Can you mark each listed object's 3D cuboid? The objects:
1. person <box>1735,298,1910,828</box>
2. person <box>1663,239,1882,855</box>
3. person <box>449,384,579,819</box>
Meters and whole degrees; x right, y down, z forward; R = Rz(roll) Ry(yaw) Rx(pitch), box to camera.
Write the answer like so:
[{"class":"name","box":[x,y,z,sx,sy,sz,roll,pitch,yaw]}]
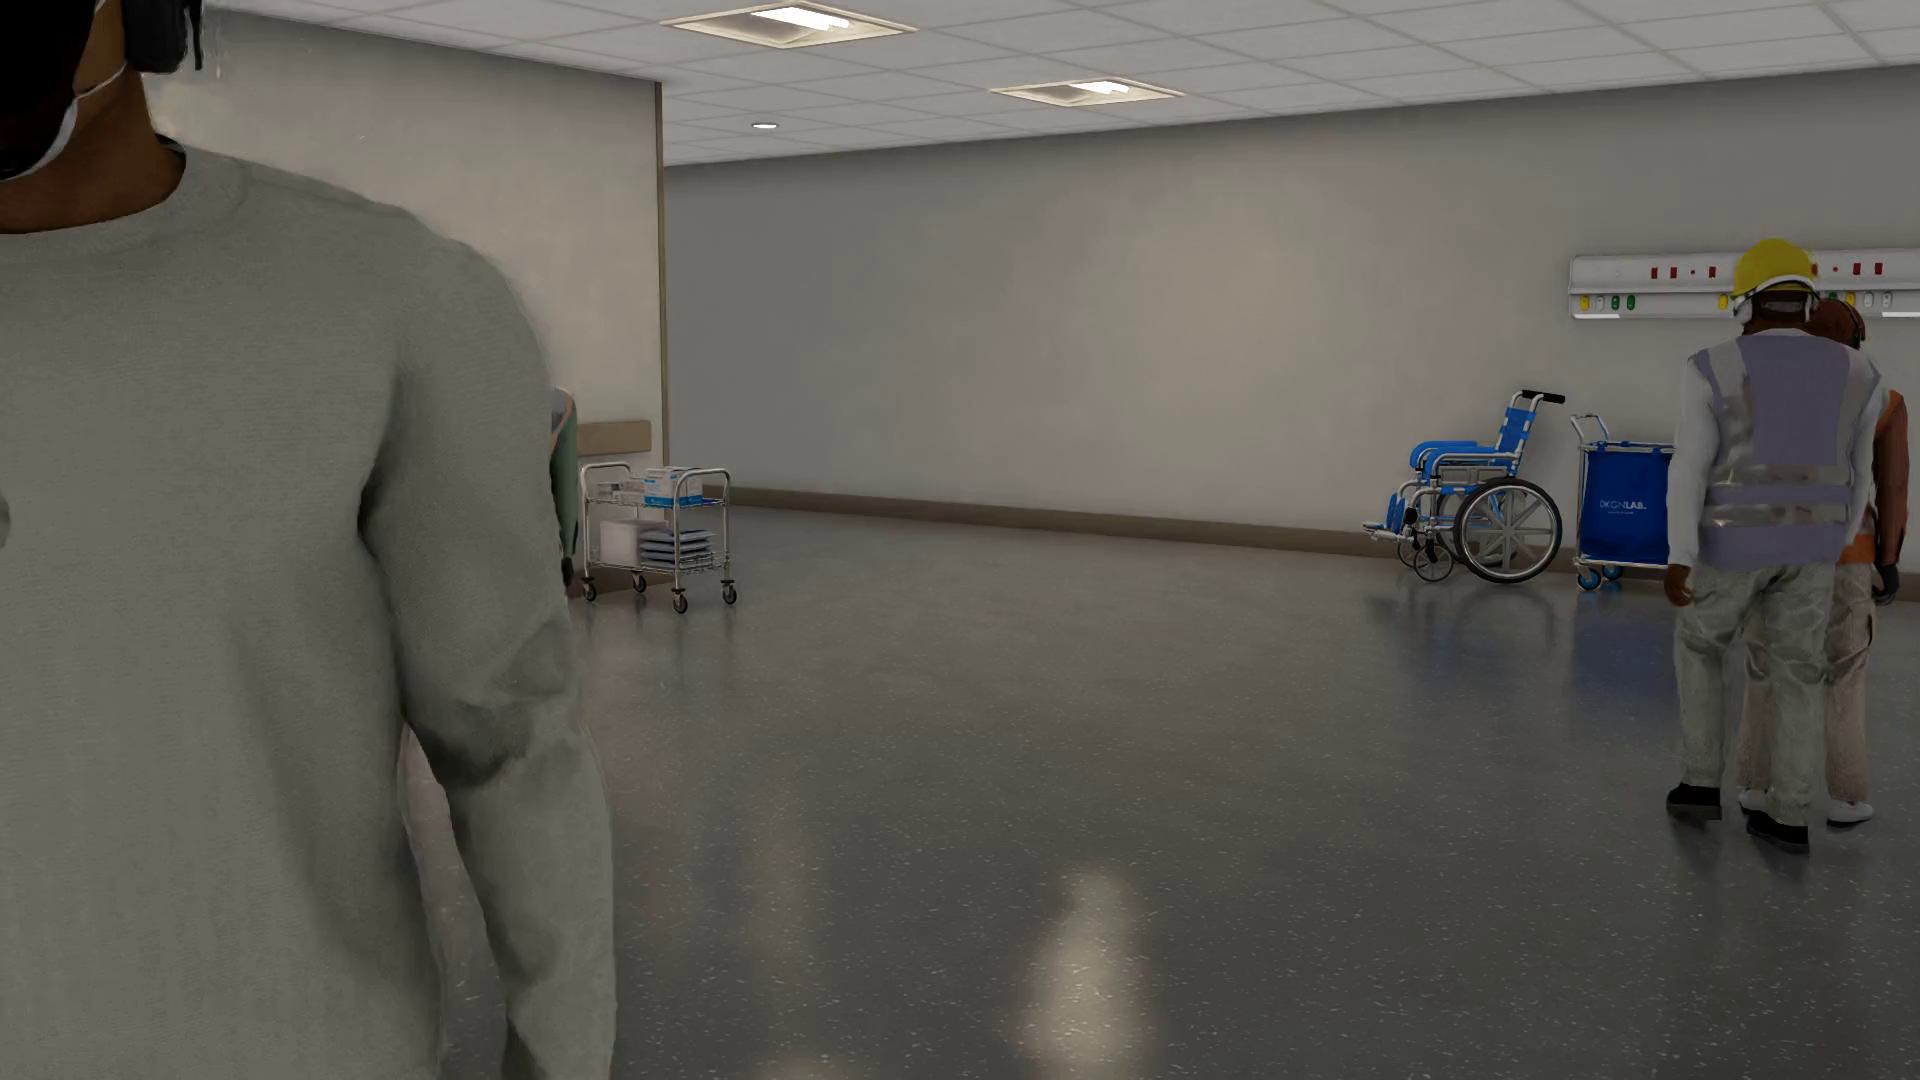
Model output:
[{"class":"person","box":[2.653,0.070,5.190,0.522,1.638,0.310,5,9,35]},{"class":"person","box":[2.406,0.005,5.031,0.632,1.805,0.637,0,7,2]},{"class":"person","box":[-1.420,0.080,5.140,0.511,1.636,0.311,-4,8,-28]}]
